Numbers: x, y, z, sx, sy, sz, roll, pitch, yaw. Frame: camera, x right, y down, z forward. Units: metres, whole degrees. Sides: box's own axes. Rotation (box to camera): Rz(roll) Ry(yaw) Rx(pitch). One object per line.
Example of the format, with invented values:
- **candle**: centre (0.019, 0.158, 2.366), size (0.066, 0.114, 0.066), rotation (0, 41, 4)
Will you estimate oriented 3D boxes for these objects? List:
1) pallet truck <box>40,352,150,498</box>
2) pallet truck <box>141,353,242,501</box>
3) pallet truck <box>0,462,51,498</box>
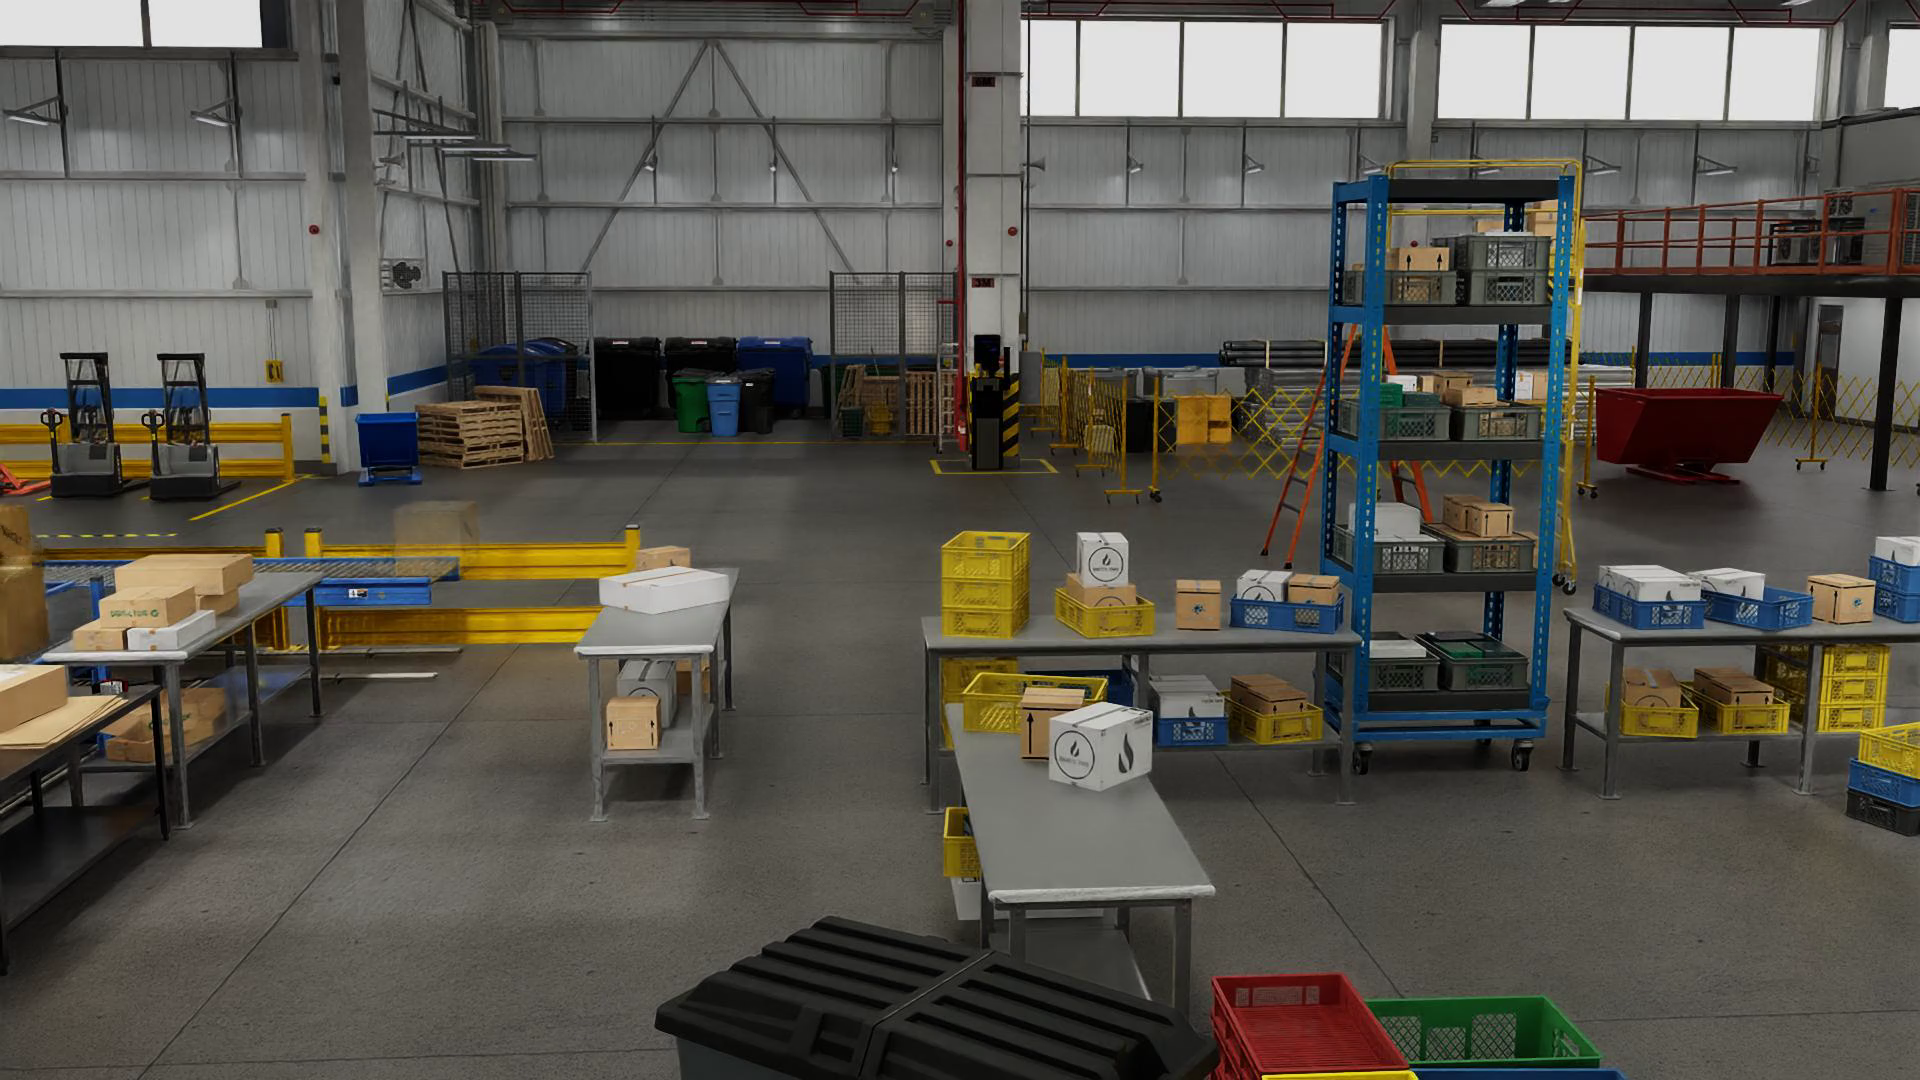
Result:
- **pallet truck**: centre (-11.907, -1.642, 23.165), size (0.823, 1.965, 1.885), rotation (0, 9, 0)
- **pallet truck**: centre (-10.520, -1.604, 22.925), size (0.823, 1.965, 1.885), rotation (-1, 9, -6)
- **pallet truck**: centre (-13.193, -1.293, 23.148), size (0.653, 1.274, 1.630), rotation (-1, 9, -4)
